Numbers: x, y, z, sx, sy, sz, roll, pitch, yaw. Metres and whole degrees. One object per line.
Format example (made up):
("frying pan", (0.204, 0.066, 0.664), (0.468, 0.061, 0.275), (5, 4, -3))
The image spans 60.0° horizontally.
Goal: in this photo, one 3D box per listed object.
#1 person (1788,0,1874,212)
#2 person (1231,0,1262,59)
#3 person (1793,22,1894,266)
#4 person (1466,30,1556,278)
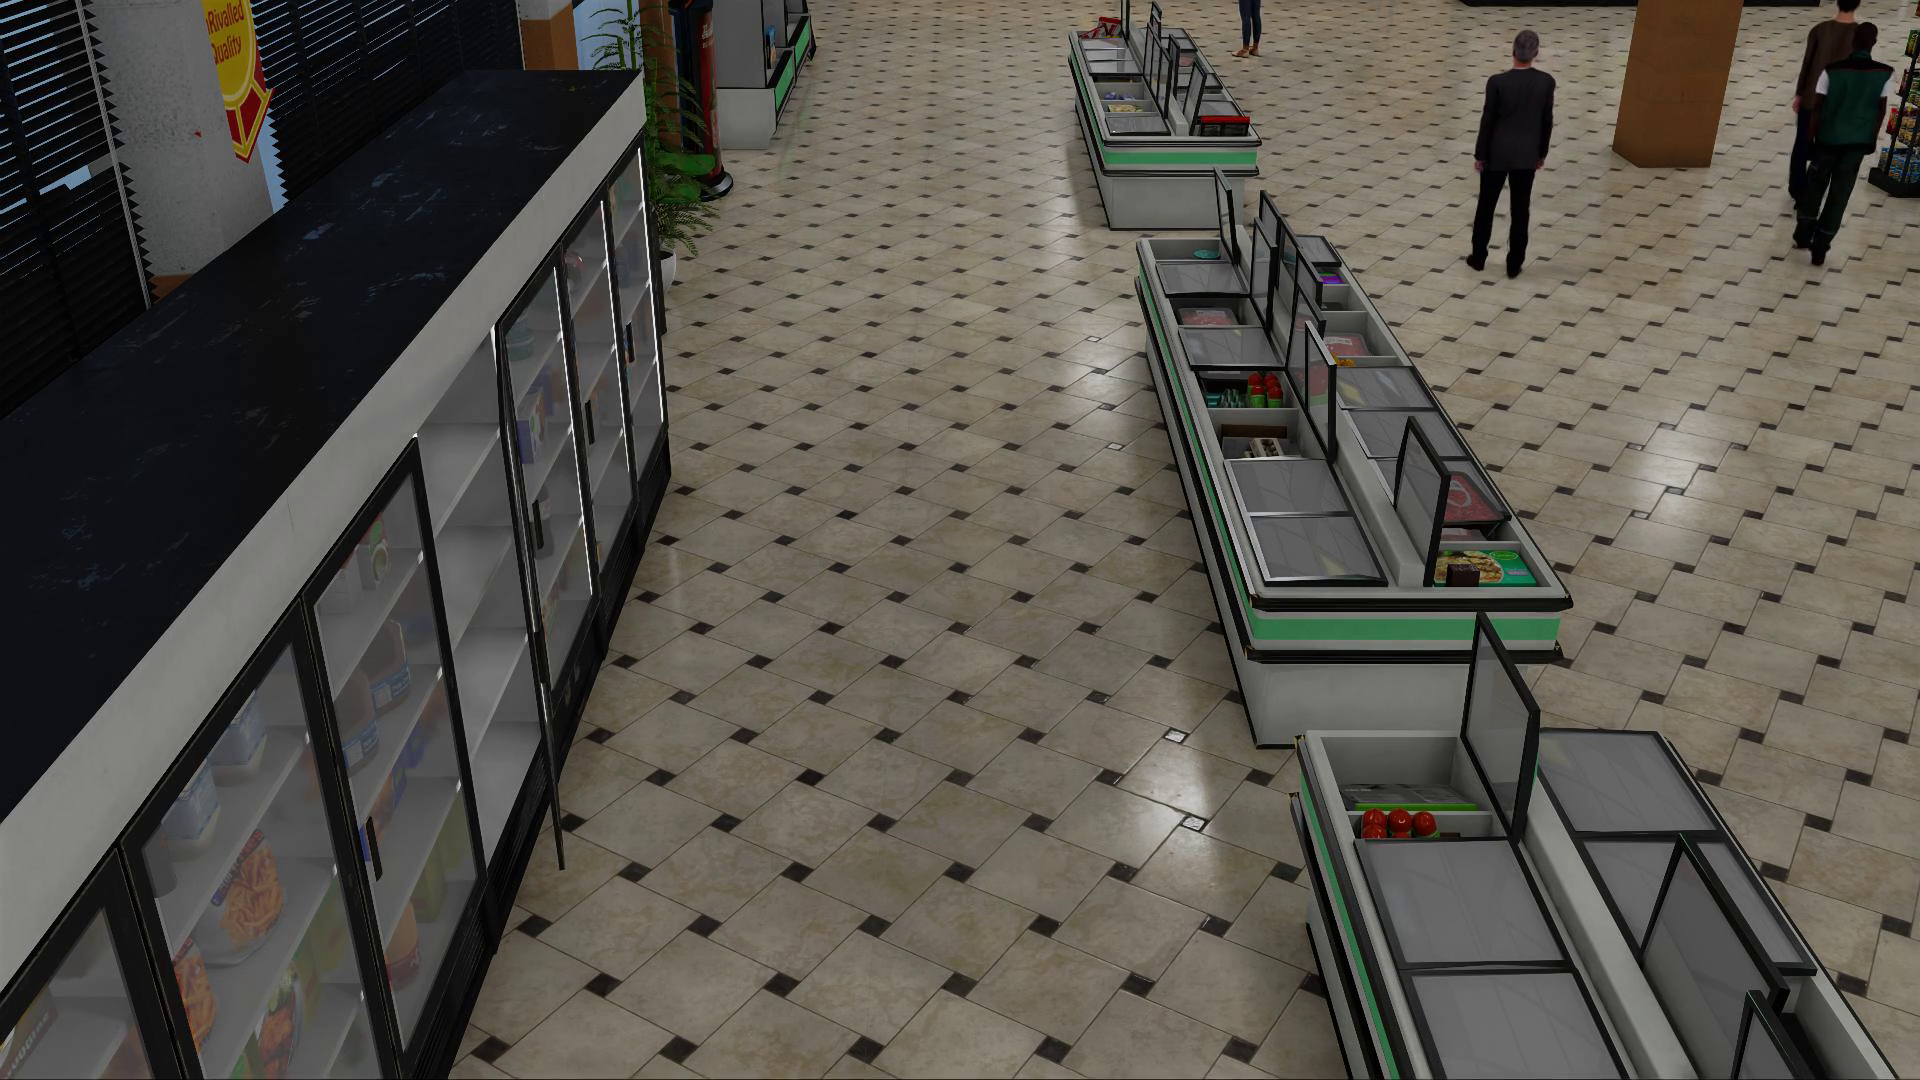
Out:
("person", (7.380, -3.734, 14.199), (0.932, 1.864, 1.066), (15, 30, 27))
("person", (3.590, -6.874, 20.473), (0.671, 1.789, 0.703), (-18, 32, -32))
("person", (6.824, -3.026, 12.857), (0.889, 1.814, 1.018), (12, 29, 22))
("person", (4.200, -2.927, 12.635), (0.763, 1.838, 0.740), (3, 27, 5))
